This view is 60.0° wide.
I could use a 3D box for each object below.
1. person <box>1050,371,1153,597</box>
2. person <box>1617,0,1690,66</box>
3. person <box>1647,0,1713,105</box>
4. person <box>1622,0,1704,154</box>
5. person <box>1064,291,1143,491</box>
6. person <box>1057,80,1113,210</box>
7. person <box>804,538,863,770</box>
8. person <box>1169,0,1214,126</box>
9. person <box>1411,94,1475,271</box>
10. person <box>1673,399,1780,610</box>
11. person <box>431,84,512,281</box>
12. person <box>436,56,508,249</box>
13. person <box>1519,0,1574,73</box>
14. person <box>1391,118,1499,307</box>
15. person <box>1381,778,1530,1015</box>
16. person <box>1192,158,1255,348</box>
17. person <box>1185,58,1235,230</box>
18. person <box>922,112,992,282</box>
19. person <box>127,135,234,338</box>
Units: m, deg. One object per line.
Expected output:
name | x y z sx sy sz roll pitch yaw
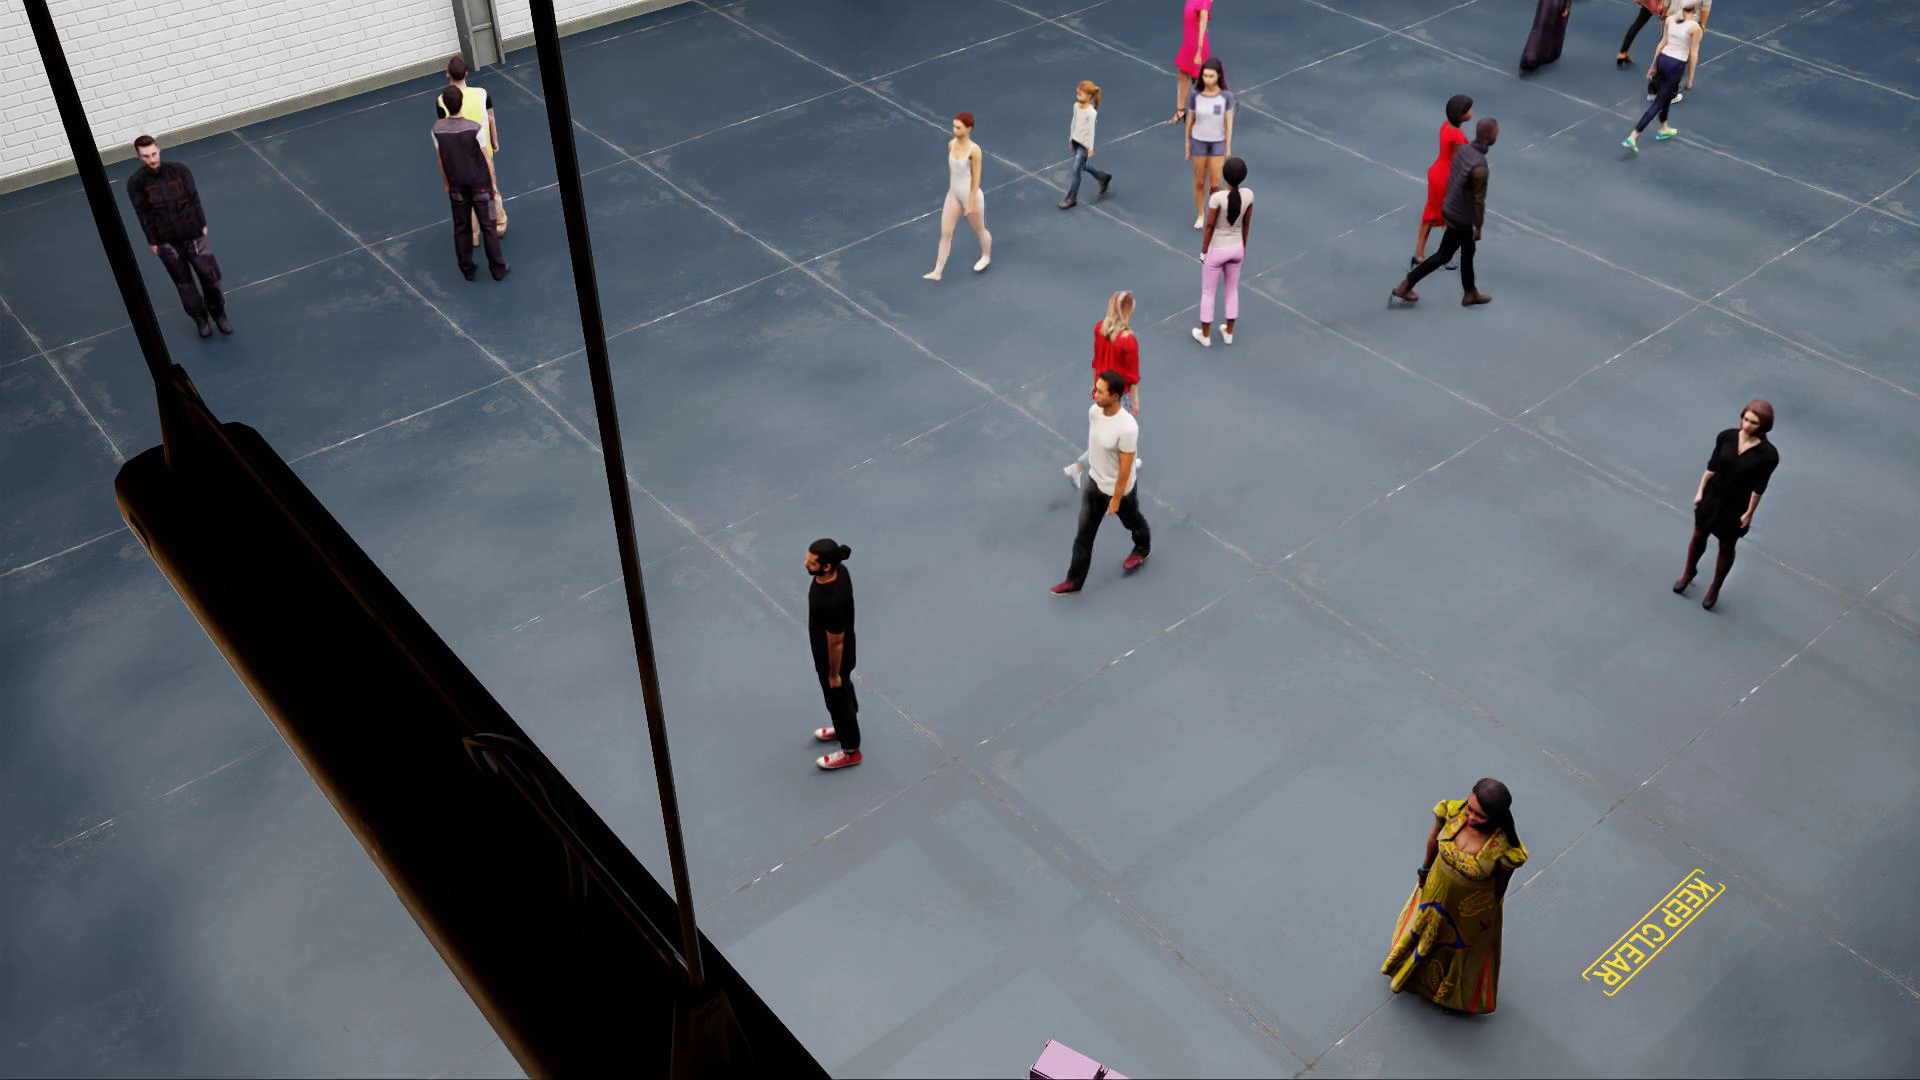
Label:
person | 1.151 -0.416 11.719 1.176 1.746 0.681 -30 48 -32
person | 7.936 -6.186 19.021 1.150 1.650 1.064 -1 39 -1
person | 7.940 -5.711 18.297 0.692 1.811 0.584 29 47 31
person | 7.325 -4.828 17.312 1.226 1.661 0.755 -20 43 -23
person | 1.116 -1.091 12.613 1.055 1.685 0.720 -22 43 -25
person | 1.274 -3.925 16.471 0.895 1.298 0.573 -20 43 -23
person | -0.773 0.680 10.339 0.713 1.756 0.700 -4 39 -5
person | 2.611 -5.272 17.834 1.020 1.703 0.809 -10 40 -12
person | 4.369 -3.252 15.282 0.805 1.731 0.732 -6 39 -8
person | 5.336 -0.261 11.560 0.486 1.702 0.576 -28 46 -30
person | -4.480 -3.243 15.179 0.723 1.846 0.792 1 39 2
person | -4.621 -3.662 15.704 0.675 1.845 0.773 -24 44 -27
person | 6.756 -6.144 19.009 0.800 1.600 1.163 24 44 27
person | 4.336 -2.836 14.712 1.273 1.792 1.175 1 39 1
person | 2.693 1.874 8.920 0.892 1.661 0.820 29 47 31
person | 2.278 -2.470 14.296 0.571 1.739 0.704 -12 40 -14
person | 2.402 -3.840 16.025 0.716 1.722 0.754 9 39 11
person | 0.109 -3.156 15.267 0.704 1.600 1.062 27 46 29
person | -6.777 -2.646 14.392 0.650 1.893 0.797 -20 43 -23
